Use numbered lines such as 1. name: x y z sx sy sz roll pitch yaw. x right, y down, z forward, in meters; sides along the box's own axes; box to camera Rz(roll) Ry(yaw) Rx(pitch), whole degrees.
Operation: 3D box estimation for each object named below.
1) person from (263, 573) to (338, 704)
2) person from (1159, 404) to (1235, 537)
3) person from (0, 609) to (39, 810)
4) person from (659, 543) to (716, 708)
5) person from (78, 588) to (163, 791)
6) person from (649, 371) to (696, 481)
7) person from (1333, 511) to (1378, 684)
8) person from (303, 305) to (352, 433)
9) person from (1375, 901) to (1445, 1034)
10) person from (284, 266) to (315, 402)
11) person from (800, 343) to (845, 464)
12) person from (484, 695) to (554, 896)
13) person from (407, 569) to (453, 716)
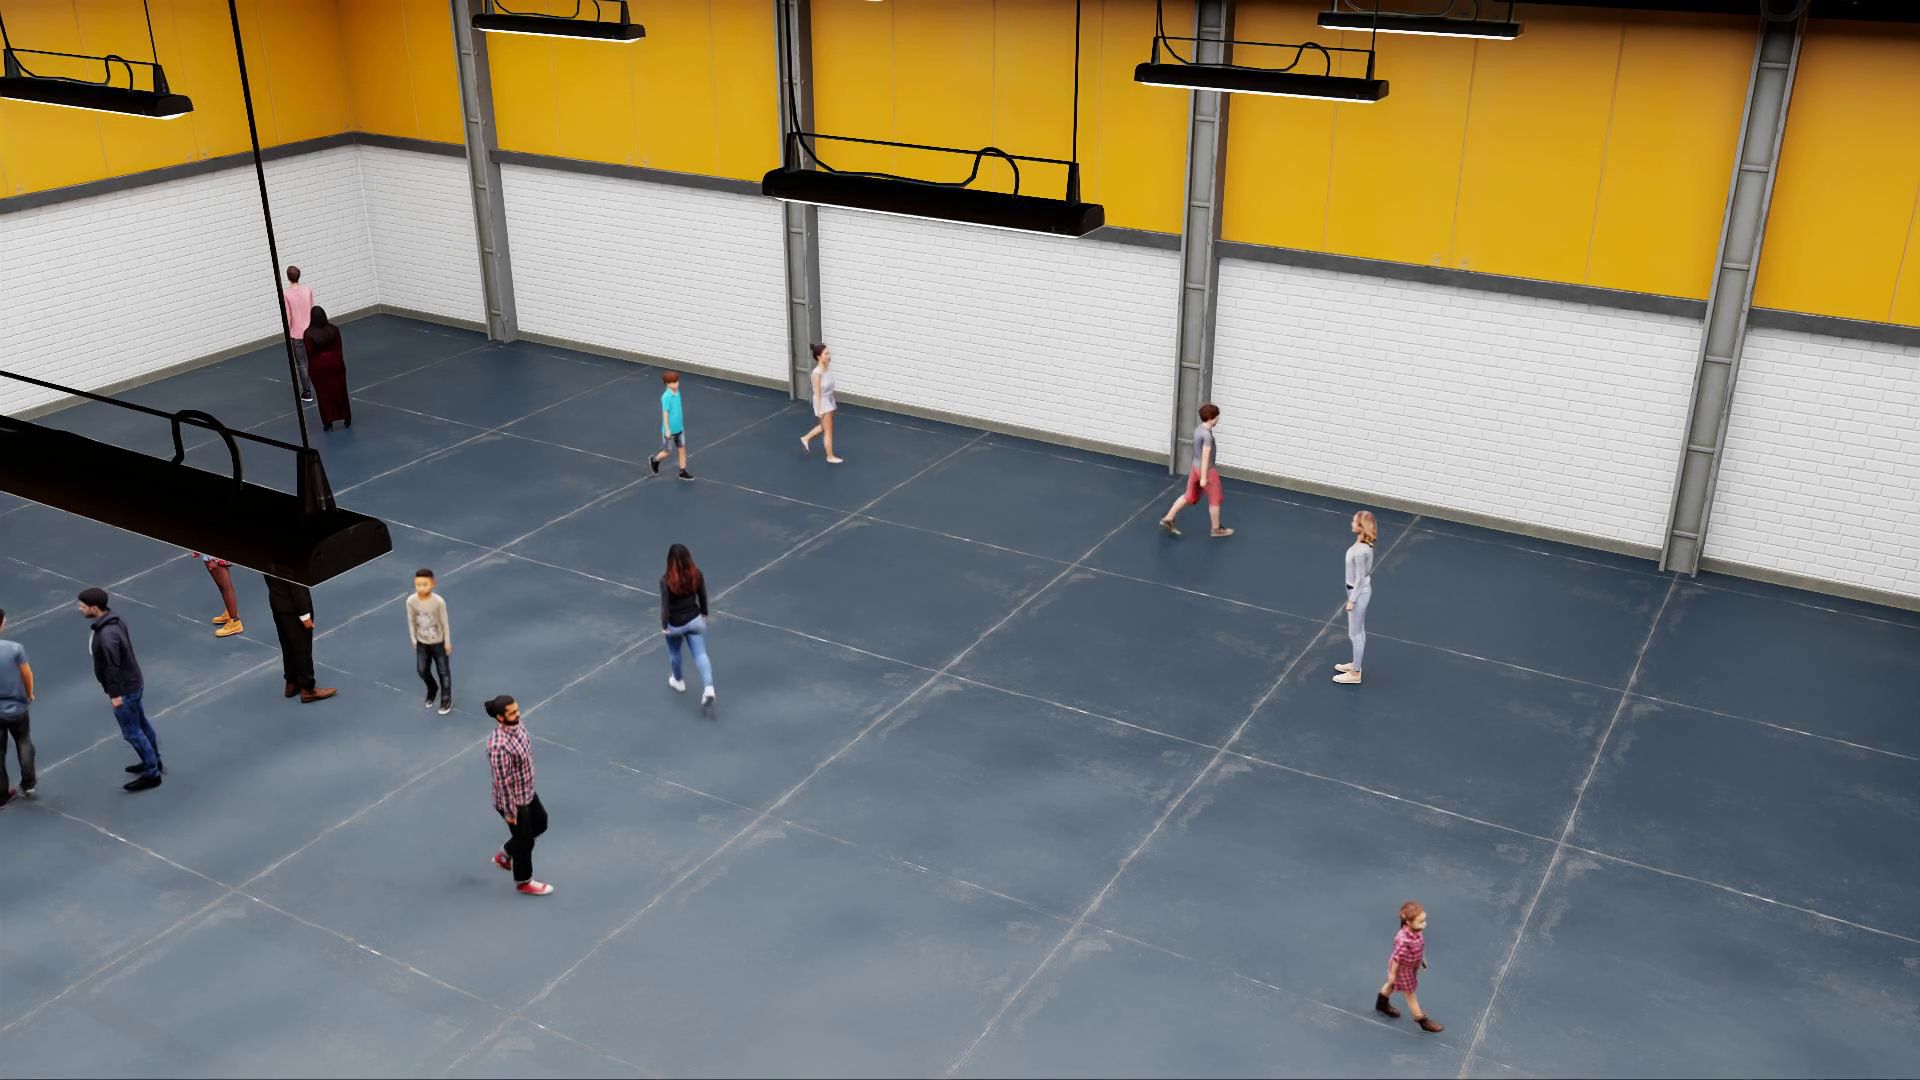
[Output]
1. person: -6.351 0.632 15.769 0.606 1.905 0.785 18 30 36
2. person: 2.743 -0.781 19.352 1.171 1.624 1.019 -3 24 -7
3. person: -8.065 1.445 14.070 0.778 1.776 0.813 -14 27 -30
4. person: -2.569 0.822 15.712 0.977 1.603 1.174 -13 27 -28
5. person: -7.213 1.258 14.366 0.818 1.883 0.731 -9 25 -20
6. person: -3.700 -1.450 21.116 0.847 1.438 0.542 14 27 29
7. person: 3.854 0.547 16.100 0.554 1.796 0.621 8 25 18
8. person: -8.670 -2.355 22.788 0.745 1.757 0.731 -18 29 -35
9. person: 3.064 2.941 11.618 0.750 0.999 0.487 17 29 34
10. person: -9.468 -2.987 23.980 0.609 1.958 0.658 19 30 37
11. person: -1.834 -1.778 21.677 0.910 1.590 0.688 7 25 17
12. person: -3.508 1.970 12.903 0.901 1.749 0.862 0 24 0
13. person: -4.950 0.920 15.669 0.644 1.456 0.718 -1 24 -3
